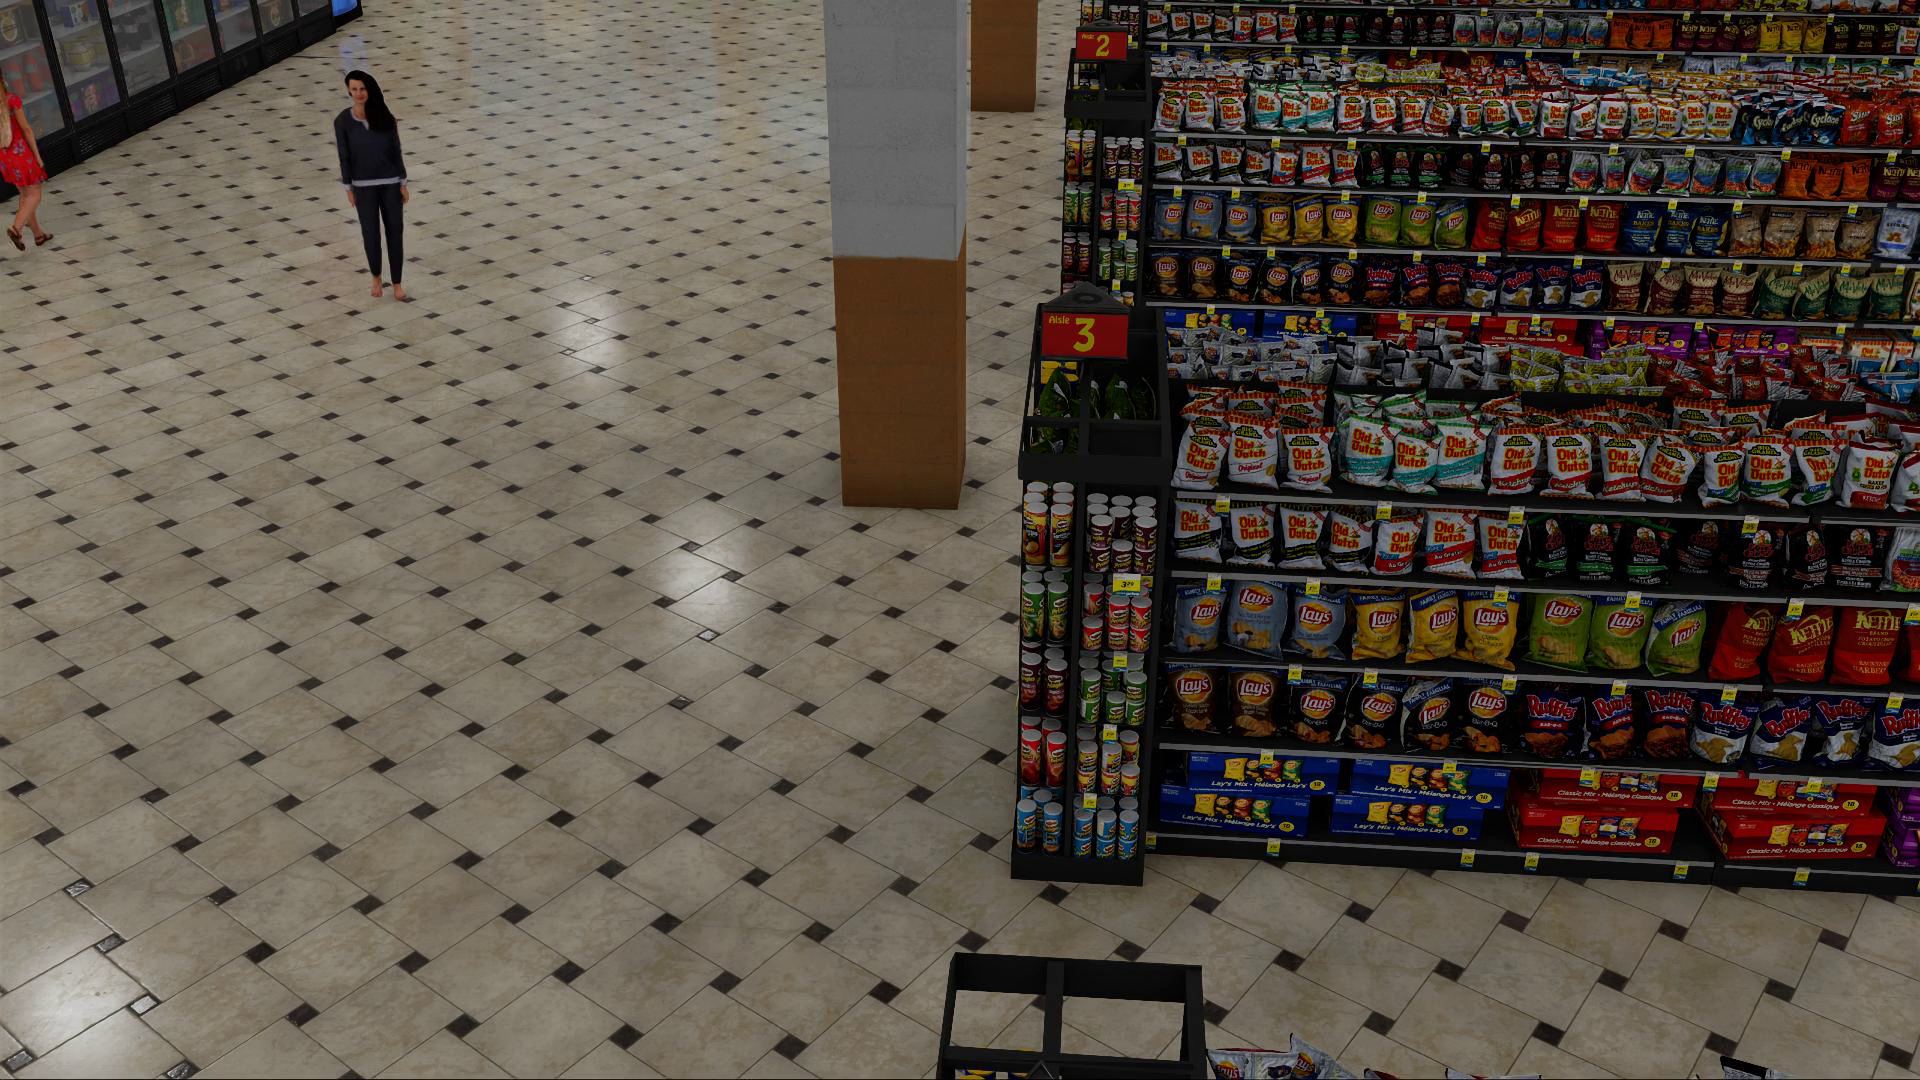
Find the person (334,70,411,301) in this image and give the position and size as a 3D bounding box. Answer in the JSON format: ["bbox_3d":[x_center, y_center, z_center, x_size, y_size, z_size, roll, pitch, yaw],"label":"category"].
[{"bbox_3d":[-4.489,-2.732,12.772,0.705,1.760,0.787,-14,32,-24],"label":"person"}]

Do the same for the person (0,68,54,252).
[{"bbox_3d":[-7.820,-3.128,13.688,0.799,1.577,0.618,2,29,4],"label":"person"}]
